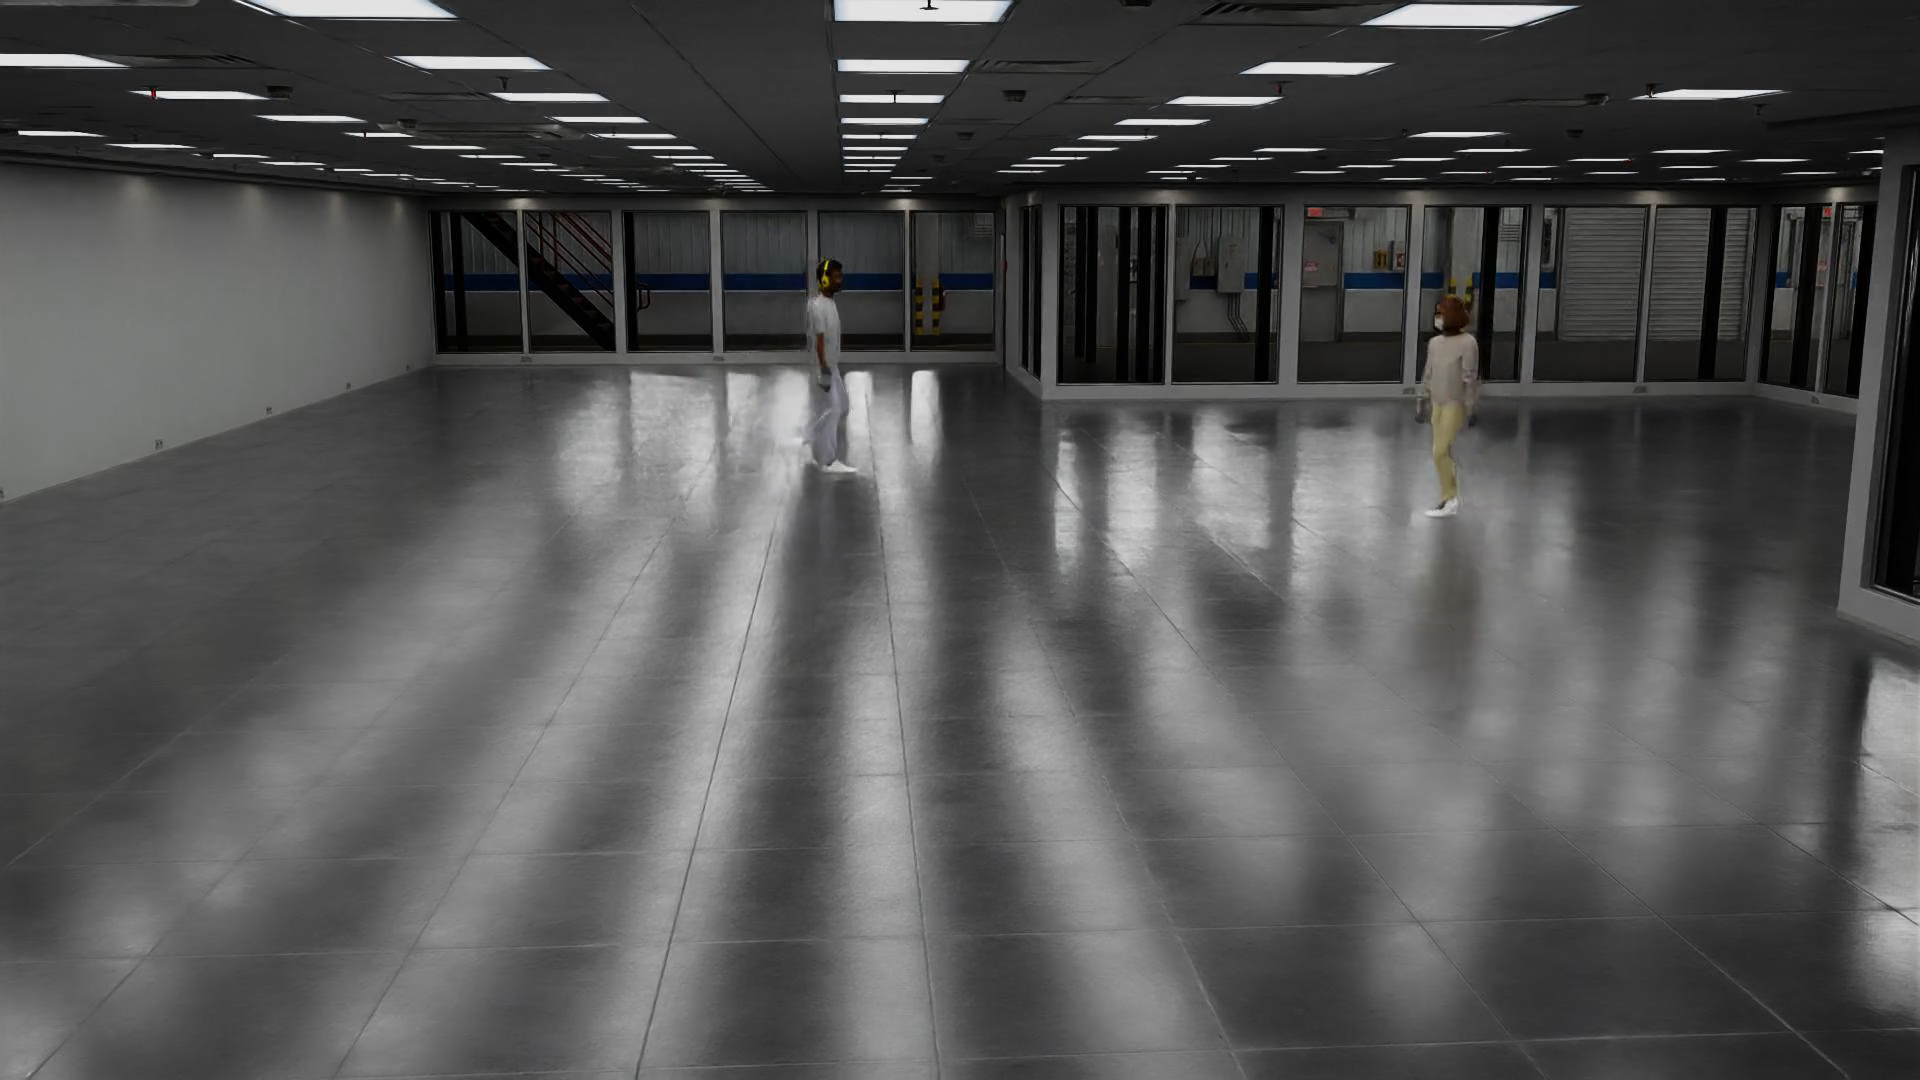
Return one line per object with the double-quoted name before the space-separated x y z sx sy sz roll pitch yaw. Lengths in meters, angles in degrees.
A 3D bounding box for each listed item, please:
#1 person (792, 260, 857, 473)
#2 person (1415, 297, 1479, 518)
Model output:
"person" -1.170 -1.491 14.387 0.481 1.853 0.545 1 11 5
"person" 3.509 -0.950 12.088 0.436 1.616 0.520 -4 11 -21
